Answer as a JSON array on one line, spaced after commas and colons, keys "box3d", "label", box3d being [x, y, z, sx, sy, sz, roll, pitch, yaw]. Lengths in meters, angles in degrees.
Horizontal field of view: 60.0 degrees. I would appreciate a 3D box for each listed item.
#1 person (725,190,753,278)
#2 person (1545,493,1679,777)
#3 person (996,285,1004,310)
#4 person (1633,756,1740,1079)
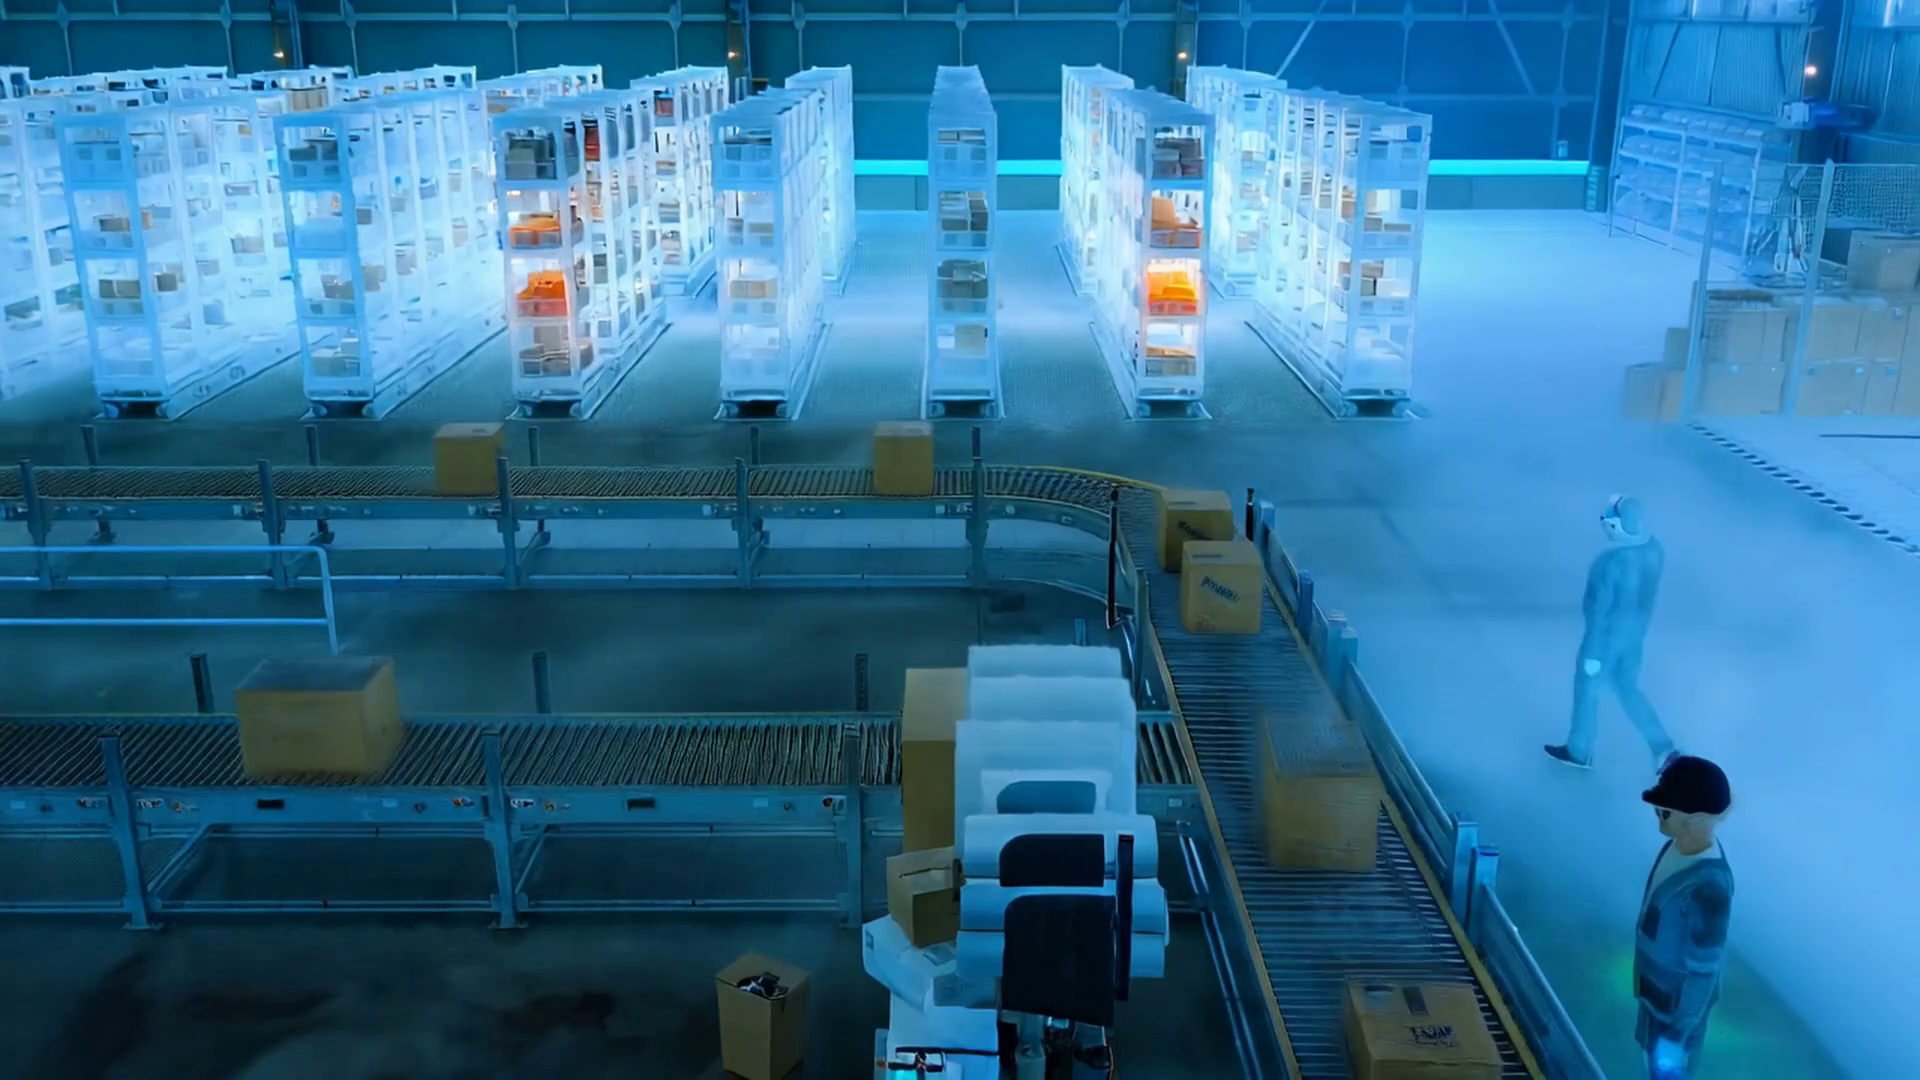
[{"box3d": [-3.747, -5.182, 28.632, 0.588, 1.835, 0.403, -4, 18, -13], "label": "person"}, {"box3d": [4.242, 0.632, 10.641, 0.649, 1.885, 0.750, -12, 21, -32], "label": "person"}, {"box3d": [0.286, -4.645, 27.039, 0.961, 1.791, 0.583, 4, 18, 11], "label": "person"}, {"box3d": [2.852, 1.822, 6.728, 0.378, 2.044, 0.607, 3, 18, 11], "label": "person"}]
